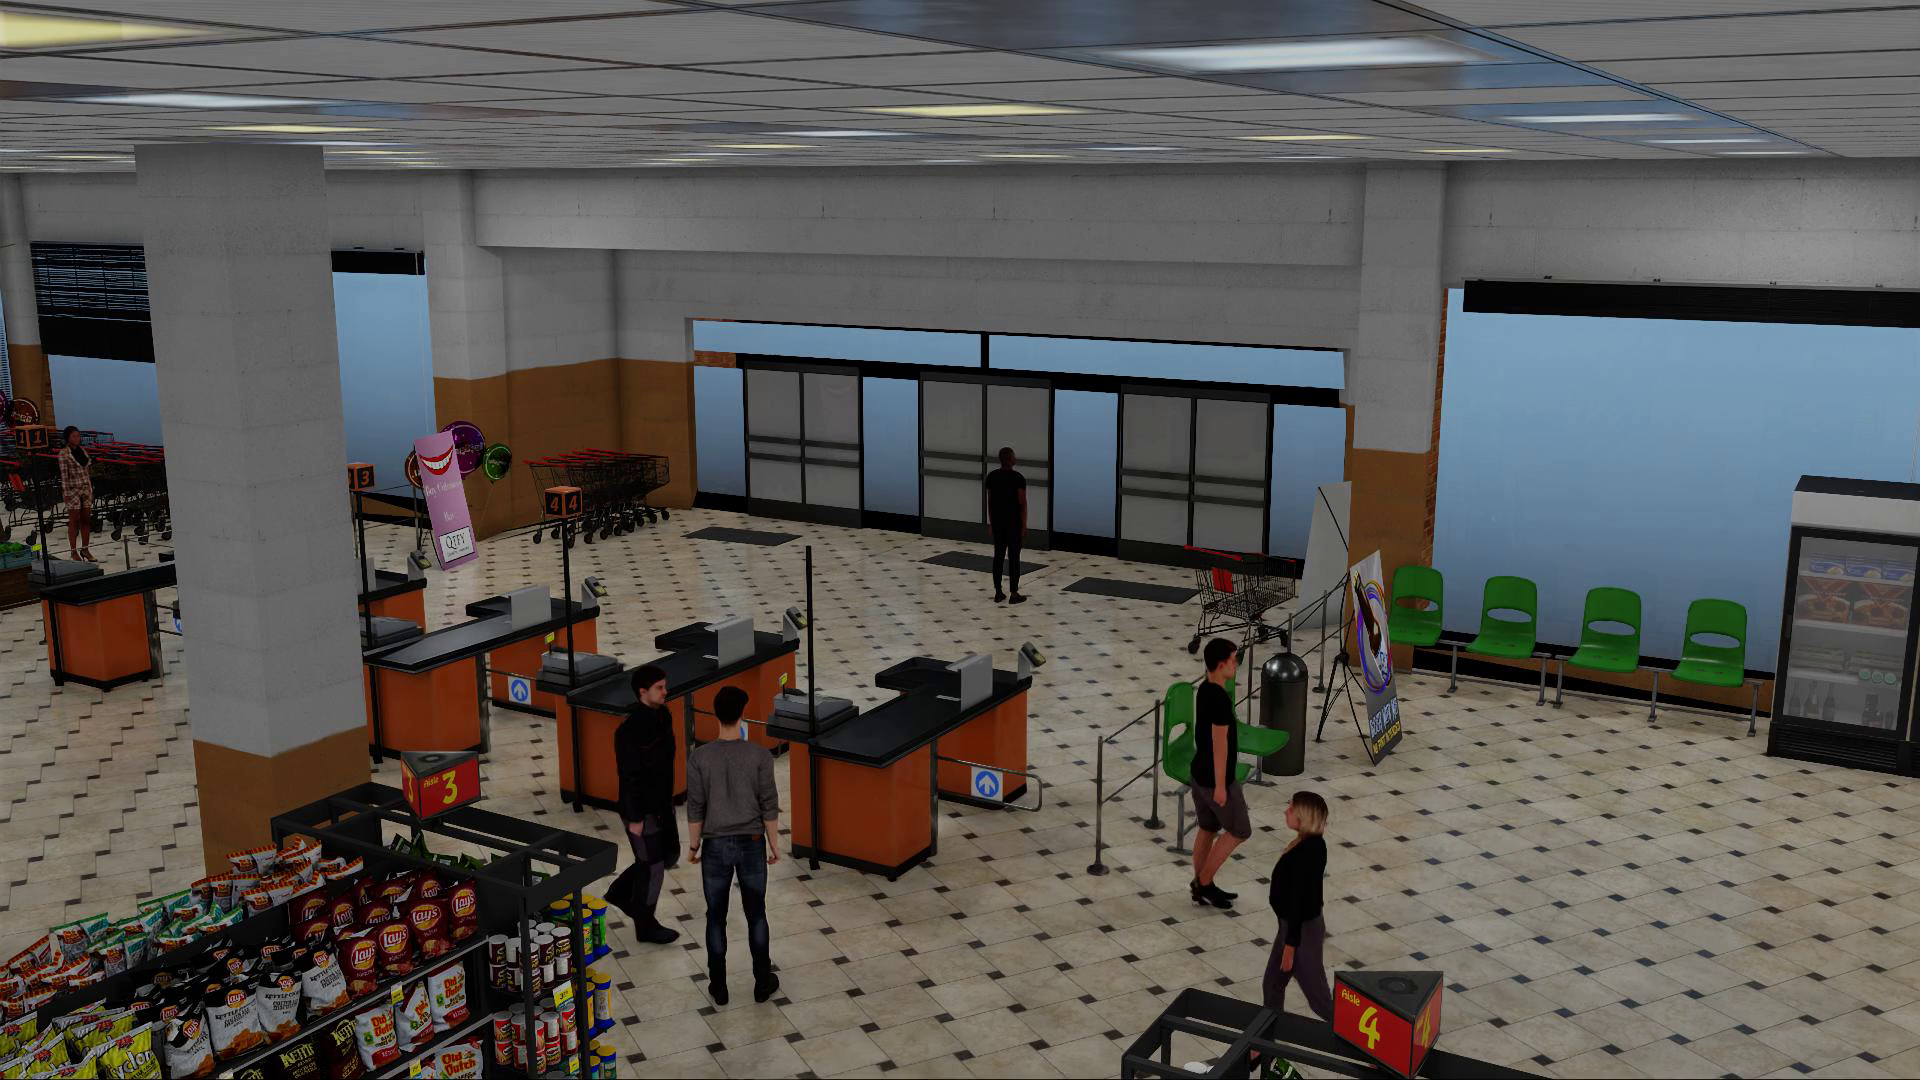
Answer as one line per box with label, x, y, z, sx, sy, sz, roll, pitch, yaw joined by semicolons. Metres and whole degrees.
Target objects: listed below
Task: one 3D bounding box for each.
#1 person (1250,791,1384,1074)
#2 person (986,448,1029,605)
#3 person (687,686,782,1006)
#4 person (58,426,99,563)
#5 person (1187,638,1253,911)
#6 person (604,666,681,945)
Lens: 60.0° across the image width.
person;1.904;2.150;8.768;0.842;1.636;1.073;3;12;15
person;0.543;-0.172;19.352;0.655;1.819;0.550;7;14;30
person;-1.335;1.799;9.788;0.776;1.903;0.784;-1;12;-5
person;-11.330;-0.581;21.356;0.685;1.794;0.540;4;13;19
person;1.612;1.560;11.043;0.884;1.854;0.790;-1;12;-6
person;-2.063;1.671;10.585;0.927;1.824;0.854;4;12;17
